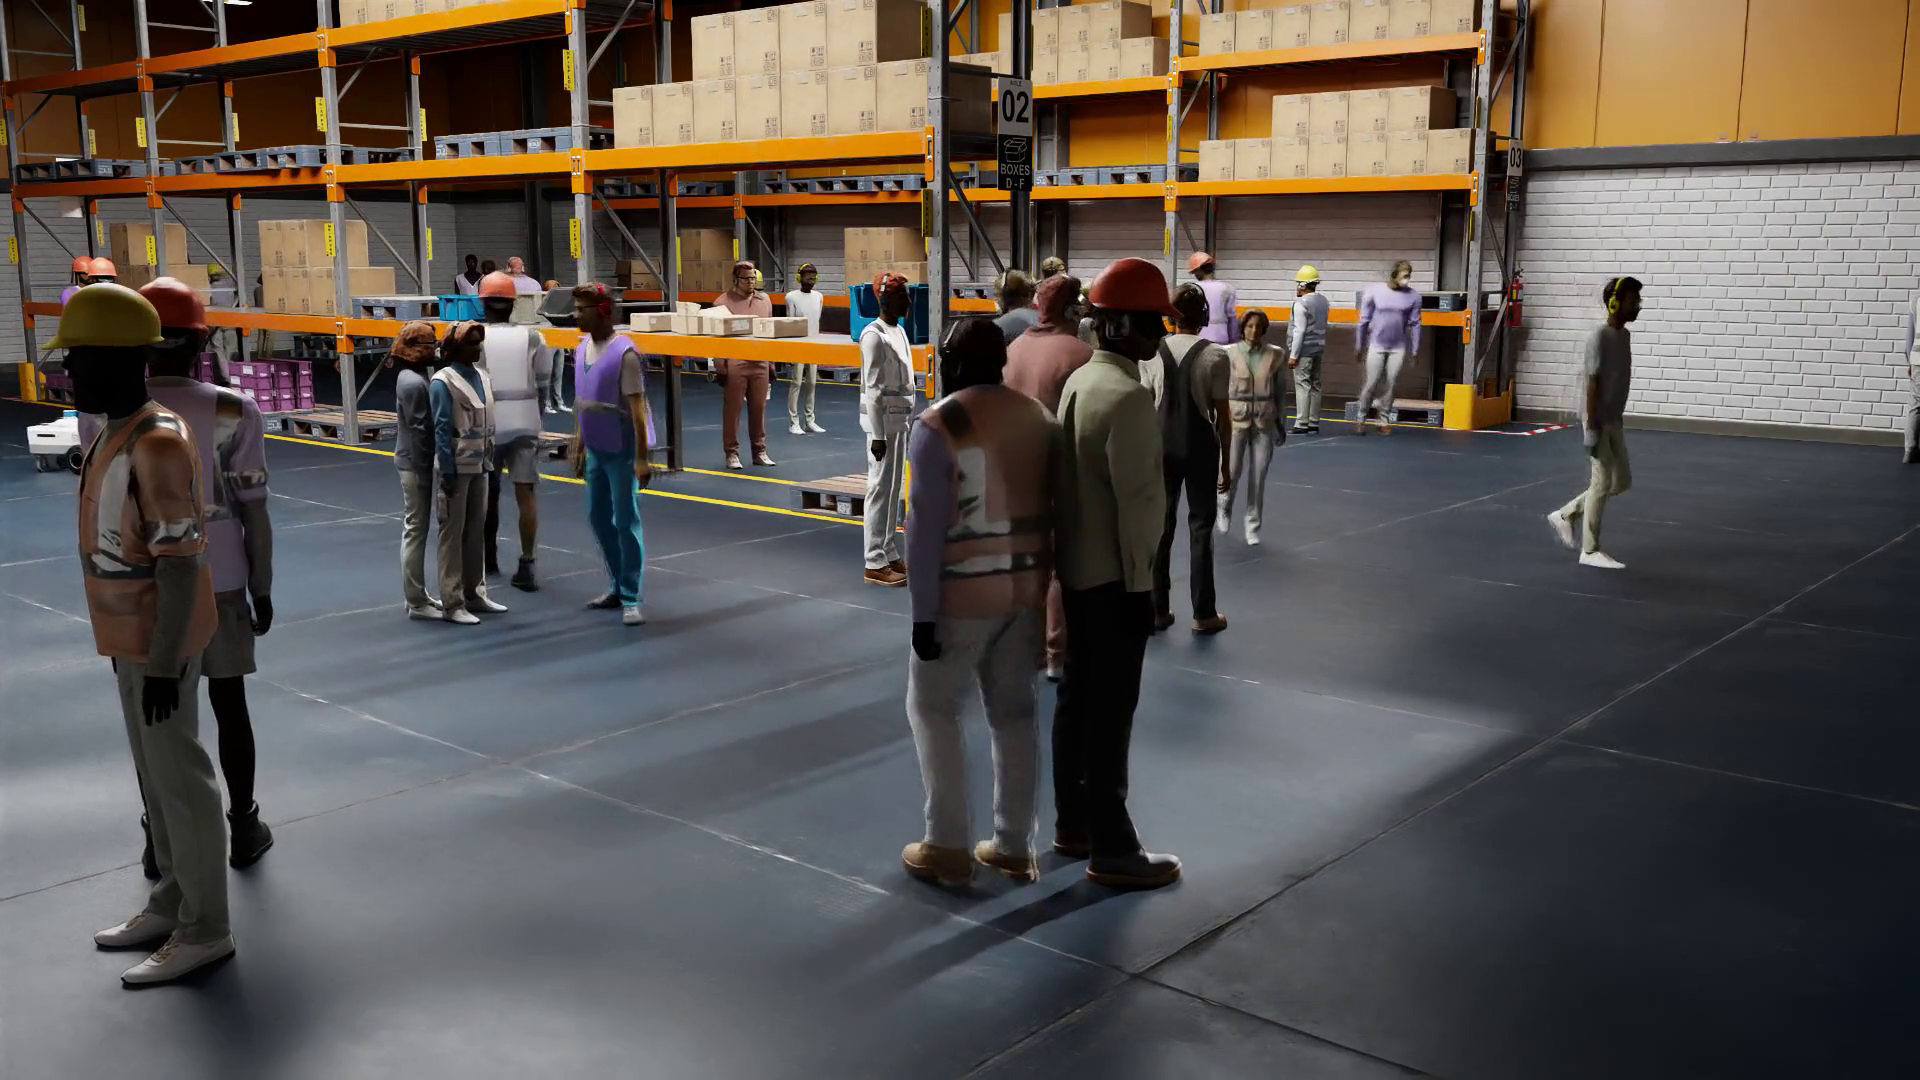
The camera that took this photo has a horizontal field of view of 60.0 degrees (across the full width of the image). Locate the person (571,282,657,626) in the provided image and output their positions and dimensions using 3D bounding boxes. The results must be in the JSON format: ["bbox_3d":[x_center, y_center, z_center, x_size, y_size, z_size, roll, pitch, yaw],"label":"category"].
[{"bbox_3d":[-1.829,-0.460,8.990,0.413,1.839,0.719,-9,14,-42],"label":"person"}]

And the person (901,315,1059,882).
[{"bbox_3d":[0.079,0.195,5.348,0.653,1.813,0.490,-8,13,-38],"label":"person"}]

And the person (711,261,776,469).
[{"bbox_3d":[-1.967,-1.602,15.314,0.637,1.900,0.404,-8,13,-39],"label":"person"}]

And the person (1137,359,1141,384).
[{"bbox_3d":[1.824,-2.063,18.544,0.552,1.676,0.458,-7,12,-33],"label":"person"}]

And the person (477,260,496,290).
[{"bbox_3d":[-7.662,-3.658,27.201,0.433,1.833,0.682,3,10,17],"label":"person"}]

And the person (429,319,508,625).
[{"bbox_3d":[-2.685,-0.374,9.048,0.314,1.641,0.515,3,10,15],"label":"person"}]

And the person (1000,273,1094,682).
[{"bbox_3d":[0.463,-0.290,7.822,0.399,1.908,0.663,-7,12,-36],"label":"person"}]

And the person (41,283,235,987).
[{"bbox_3d":[-2.266,0.260,4.618,0.369,1.928,0.586,-7,12,-36],"label":"person"}]

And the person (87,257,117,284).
[{"bbox_3d":[-7.740,-1.593,15.145,0.373,1.934,0.551,7,12,33],"label":"person"}]

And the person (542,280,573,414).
[{"bbox_3d":[-4.989,-2.370,20.434,0.280,1.633,0.500,5,11,27],"label":"person"}]

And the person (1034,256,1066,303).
[{"bbox_3d":[0.924,-1.939,17.112,0.370,1.940,0.627,-1,10,-4],"label":"person"}]

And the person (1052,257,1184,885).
[{"bbox_3d":[0.496,0.098,5.363,0.392,1.991,0.612,-3,10,-16],"label":"person"}]

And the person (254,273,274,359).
[{"bbox_3d":[-11.852,-3.768,28.429,0.509,1.623,0.291,6,12,31],"label":"person"}]

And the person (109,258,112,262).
[{"bbox_3d":[-11.941,-3.062,23.649,0.550,1.888,0.943,5,11,26],"label":"person"}]

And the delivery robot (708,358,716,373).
[{"bbox_3d":[-3.455,-2.664,24.907,0.707,0.478,0.477,9,13,41],"label":"delivery robot"}]

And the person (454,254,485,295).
[{"bbox_3d":[-7.926,-3.687,27.121,0.593,1.920,0.391,-2,10,-13],"label":"person"}]

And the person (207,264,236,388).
[{"bbox_3d":[-10.846,-3.118,24.248,0.916,1.779,0.603,10,14,44],"label":"person"}]

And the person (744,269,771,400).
[{"bbox_3d":[-2.725,-2.729,22.158,0.282,1.746,0.493,6,12,32],"label":"person"}]

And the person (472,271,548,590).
[{"bbox_3d":[-2.749,-0.668,10.050,0.546,1.883,0.974,-4,11,-23],"label":"person"}]

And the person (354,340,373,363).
[{"bbox_3d":[-10.667,-4.021,29.458,0.328,1.767,0.532,9,13,41],"label":"person"}]

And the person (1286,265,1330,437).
[{"bbox_3d":[3.722,-2.031,17.935,0.403,1.835,0.588,9,13,41],"label":"person"}]

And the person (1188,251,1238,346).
[{"bbox_3d":[2.744,-2.167,18.299,0.655,1.992,0.660,0,10,1],"label":"person"}]

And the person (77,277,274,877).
[{"bbox_3d":[-2.521,0.121,5.406,0.549,1.932,0.374,-4,11,-23],"label":"person"}]

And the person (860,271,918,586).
[{"bbox_3d":[-0.427,-0.673,10.057,0.340,1.882,0.586,2,10,13],"label":"person"}]

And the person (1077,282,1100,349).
[{"bbox_3d":[1.125,-1.182,13.349,0.605,1.763,1.006,-4,11,-21],"label":"person"}]

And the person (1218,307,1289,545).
[{"bbox_3d":[1.977,-0.776,11.373,0.515,1.629,0.383,0,10,0],"label":"person"}]

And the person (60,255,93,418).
[{"bbox_3d":[-9.657,-2.179,18.477,0.376,1.939,0.547,5,11,25],"label":"person"}]

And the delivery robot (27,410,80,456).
[{"bbox_3d":[-8.040,-0.930,15.038,0.707,0.478,0.477,2,10,10],"label":"delivery robot"}]

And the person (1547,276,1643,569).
[{"bbox_3d":[4.046,-0.745,10.587,0.511,1.854,0.487,-10,14,-43],"label":"person"}]

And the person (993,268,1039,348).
[{"bbox_3d":[0.467,-0.695,10.132,0.709,1.905,0.664,8,13,40],"label":"person"}]

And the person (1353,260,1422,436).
[{"bbox_3d":[4.601,-2.046,17.836,0.653,1.897,0.499,0,10,0],"label":"person"}]

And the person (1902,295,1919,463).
[{"bbox_3d":[9.096,-1.660,15.496,0.400,1.949,0.605,-3,10,-16],"label":"person"}]

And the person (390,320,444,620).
[{"bbox_3d":[-2.954,-0.384,9.122,0.285,1.633,0.501,-3,10,-18],"label":"person"}]

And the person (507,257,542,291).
[{"bbox_3d":[-5.965,-2.865,22.491,0.639,1.904,0.410,-6,12,-31],"label":"person"}]

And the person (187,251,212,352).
[{"bbox_3d":[-10.716,-3.024,22.996,0.686,2.000,0.538,-3,10,-15],"label":"person"}]

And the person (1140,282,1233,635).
[{"bbox_3d":[1.189,-0.421,8.740,0.506,1.844,0.345,5,11,27],"label":"person"}]

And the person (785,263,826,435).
[{"bbox_3d":[-1.666,-2.078,18.121,0.521,1.865,0.336,-9,13,-42],"label":"person"}]
